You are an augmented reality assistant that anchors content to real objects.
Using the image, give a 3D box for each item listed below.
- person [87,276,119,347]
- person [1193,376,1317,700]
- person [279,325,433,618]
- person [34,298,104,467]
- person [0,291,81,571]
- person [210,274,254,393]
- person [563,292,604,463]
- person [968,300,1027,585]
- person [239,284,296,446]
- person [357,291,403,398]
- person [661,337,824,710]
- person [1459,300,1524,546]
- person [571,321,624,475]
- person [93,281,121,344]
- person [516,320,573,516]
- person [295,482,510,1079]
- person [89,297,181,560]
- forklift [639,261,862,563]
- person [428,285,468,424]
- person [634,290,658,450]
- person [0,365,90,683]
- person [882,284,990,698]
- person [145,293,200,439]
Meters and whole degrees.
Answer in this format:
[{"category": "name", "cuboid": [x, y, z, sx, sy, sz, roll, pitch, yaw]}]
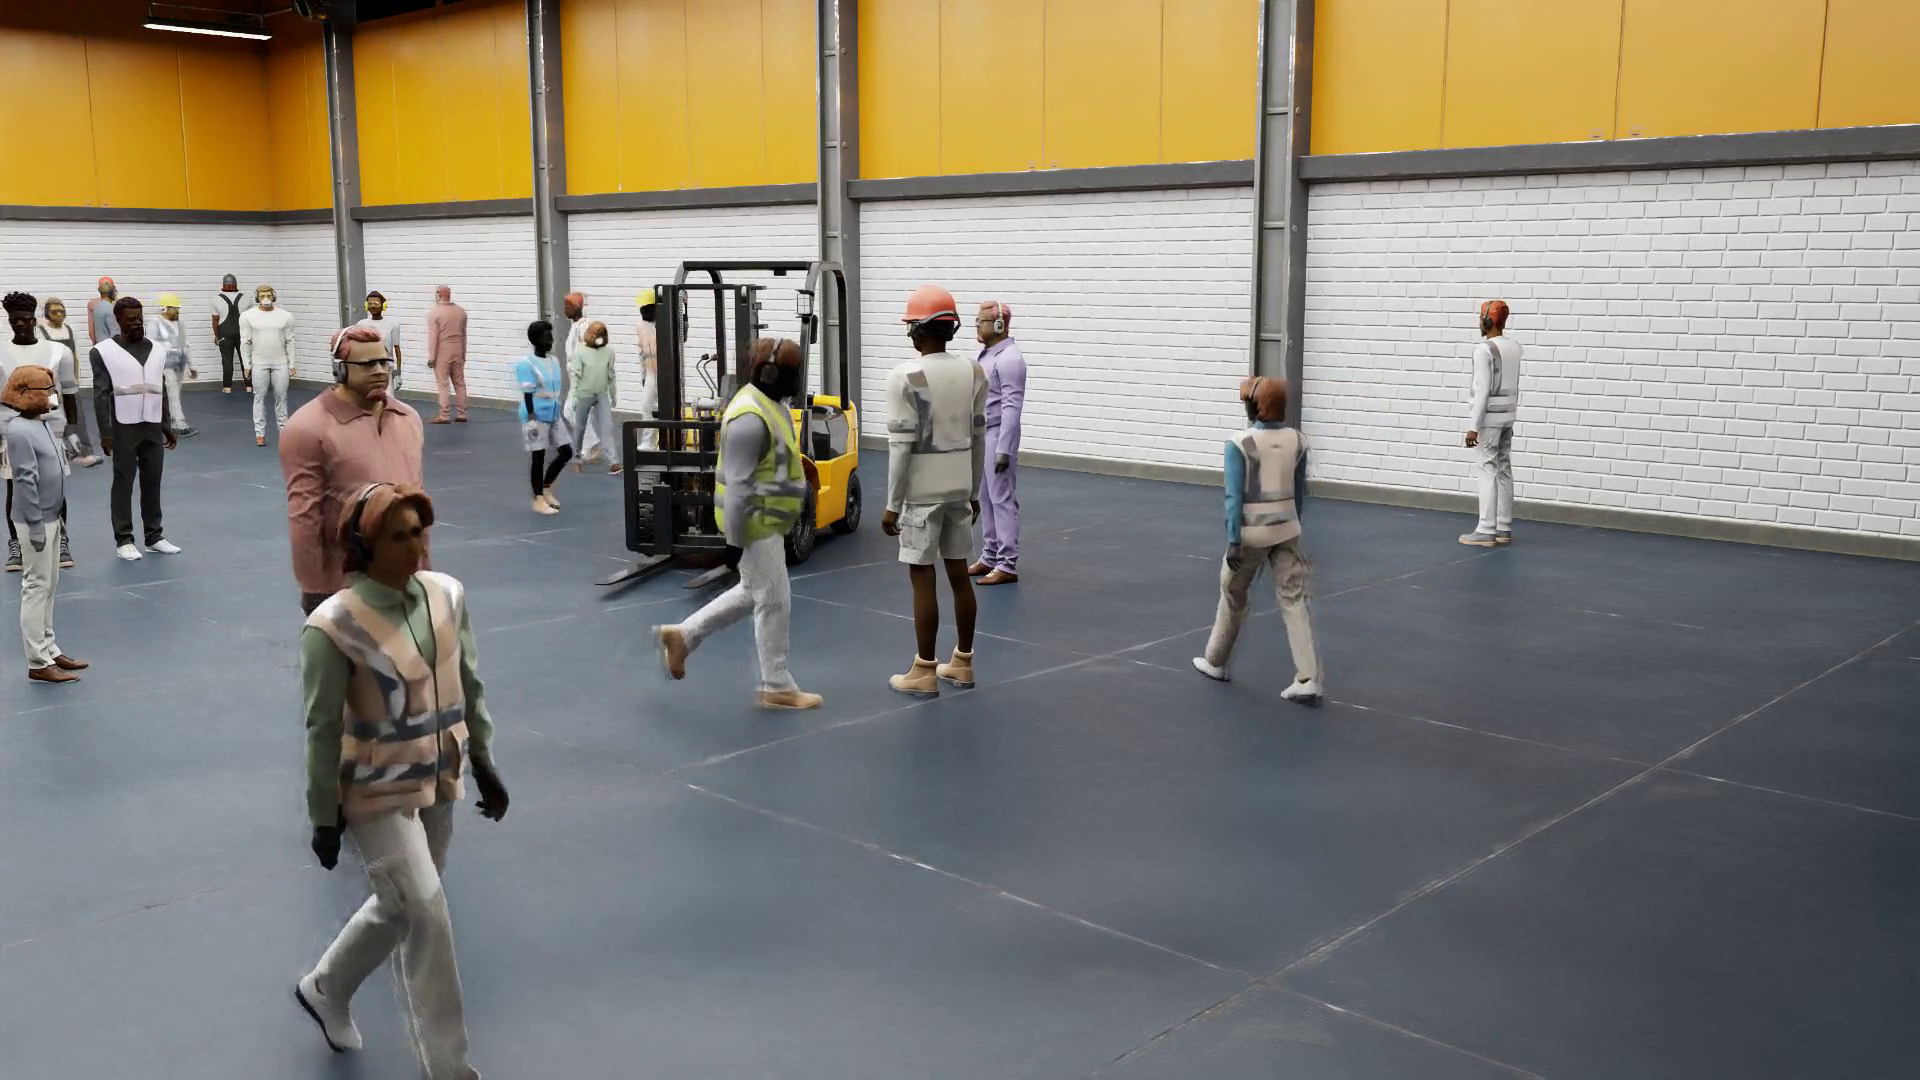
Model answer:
[{"category": "person", "cuboid": [-13.677, -3.236, 26.782, 0.622, 1.997, 0.371, -2, 9, -10]}, {"category": "person", "cuboid": [1.508, -0.017, 8.278, 0.531, 1.594, 0.884, -5, 10, -27]}, {"category": "person", "cuboid": [-2.291, 0.120, 6.490, 0.401, 1.907, 0.646, 5, 11, 30]}, {"category": "person", "cuboid": [-9.541, -1.655, 17.679, 0.908, 1.800, 0.528, 6, 11, 34]}, {"category": "person", "cuboid": [-6.549, -0.767, 11.741, 0.609, 1.965, 0.368, -5, 11, -28]}, {"category": "person", "cuboid": [-12.479, -3.544, 28.543, 0.684, 2.000, 0.538, -6, 11, -31]}, {"category": "person", "cuboid": [-4.129, -1.740, 18.001, 0.423, 1.869, 0.609, -3, 10, -20]}, {"category": "person", "cuboid": [0.212, -0.657, 11.240, 0.410, 1.913, 0.643, -3, 10, -17]}, {"category": "person", "cuboid": [-8.301, -2.099, 19.995, 0.630, 1.940, 0.372, -6, 11, -32]}, {"category": "person", "cuboid": [-6.592, -1.885, 18.877, 0.515, 1.876, 0.328, 0, 9, -2]}, {"category": "person", "cuboid": [-1.067, -0.070, 7.963, 0.775, 1.807, 0.668, 1, 9, 4]}, {"category": "person", "cuboid": [4.084, -0.892, 12.763, 0.583, 1.882, 0.337, -8, 12, -41]}, {"category": "person", "cuboid": [-3.756, -1.457, 17.125, 0.585, 1.584, 0.860, -8, 12, -41]}, {"category": "person", "cuboid": [-12.204, -2.738, 23.912, 0.635, 1.937, 0.361, 9, 13, 43]}, {"category": "person", "cuboid": [-3.576, -1.041, 14.287, 0.360, 1.686, 0.539, 5, 10, 26]}, {"category": "person", "cuboid": [-1.468, 0.635, 4.241, 0.805, 1.606, 0.513, 4, 10, 22]}, {"category": "person", "cuboid": [-6.069, -0.824, 12.237, 0.378, 1.917, 0.598, 5, 10, 27]}, {"category": "forklift", "cuboid": [-1.552, -1.040, 12.721, 1.214, 2.155, 2.313, 2, 9, 11]}, {"category": "person", "cuboid": [-7.056, -2.547, 22.846, 0.403, 1.904, 0.650, 6, 11, 31]}, {"category": "person", "cuboid": [-3.468, -1.922, 19.117, 0.586, 1.877, 0.673, 5, 11, 30]}, {"category": "person", "cuboid": [-4.732, -0.085, 8.580, 0.285, 1.633, 0.499, -3, 10, -18]}, {"category": "person", "cuboid": [-0.139, -0.239, 8.273, 0.606, 2.044, 0.373, -8, 12, -40]}, {"category": "person", "cuboid": [-9.775, -2.176, 20.843, 0.718, 1.807, 0.624, 2, 10, 14]}]
